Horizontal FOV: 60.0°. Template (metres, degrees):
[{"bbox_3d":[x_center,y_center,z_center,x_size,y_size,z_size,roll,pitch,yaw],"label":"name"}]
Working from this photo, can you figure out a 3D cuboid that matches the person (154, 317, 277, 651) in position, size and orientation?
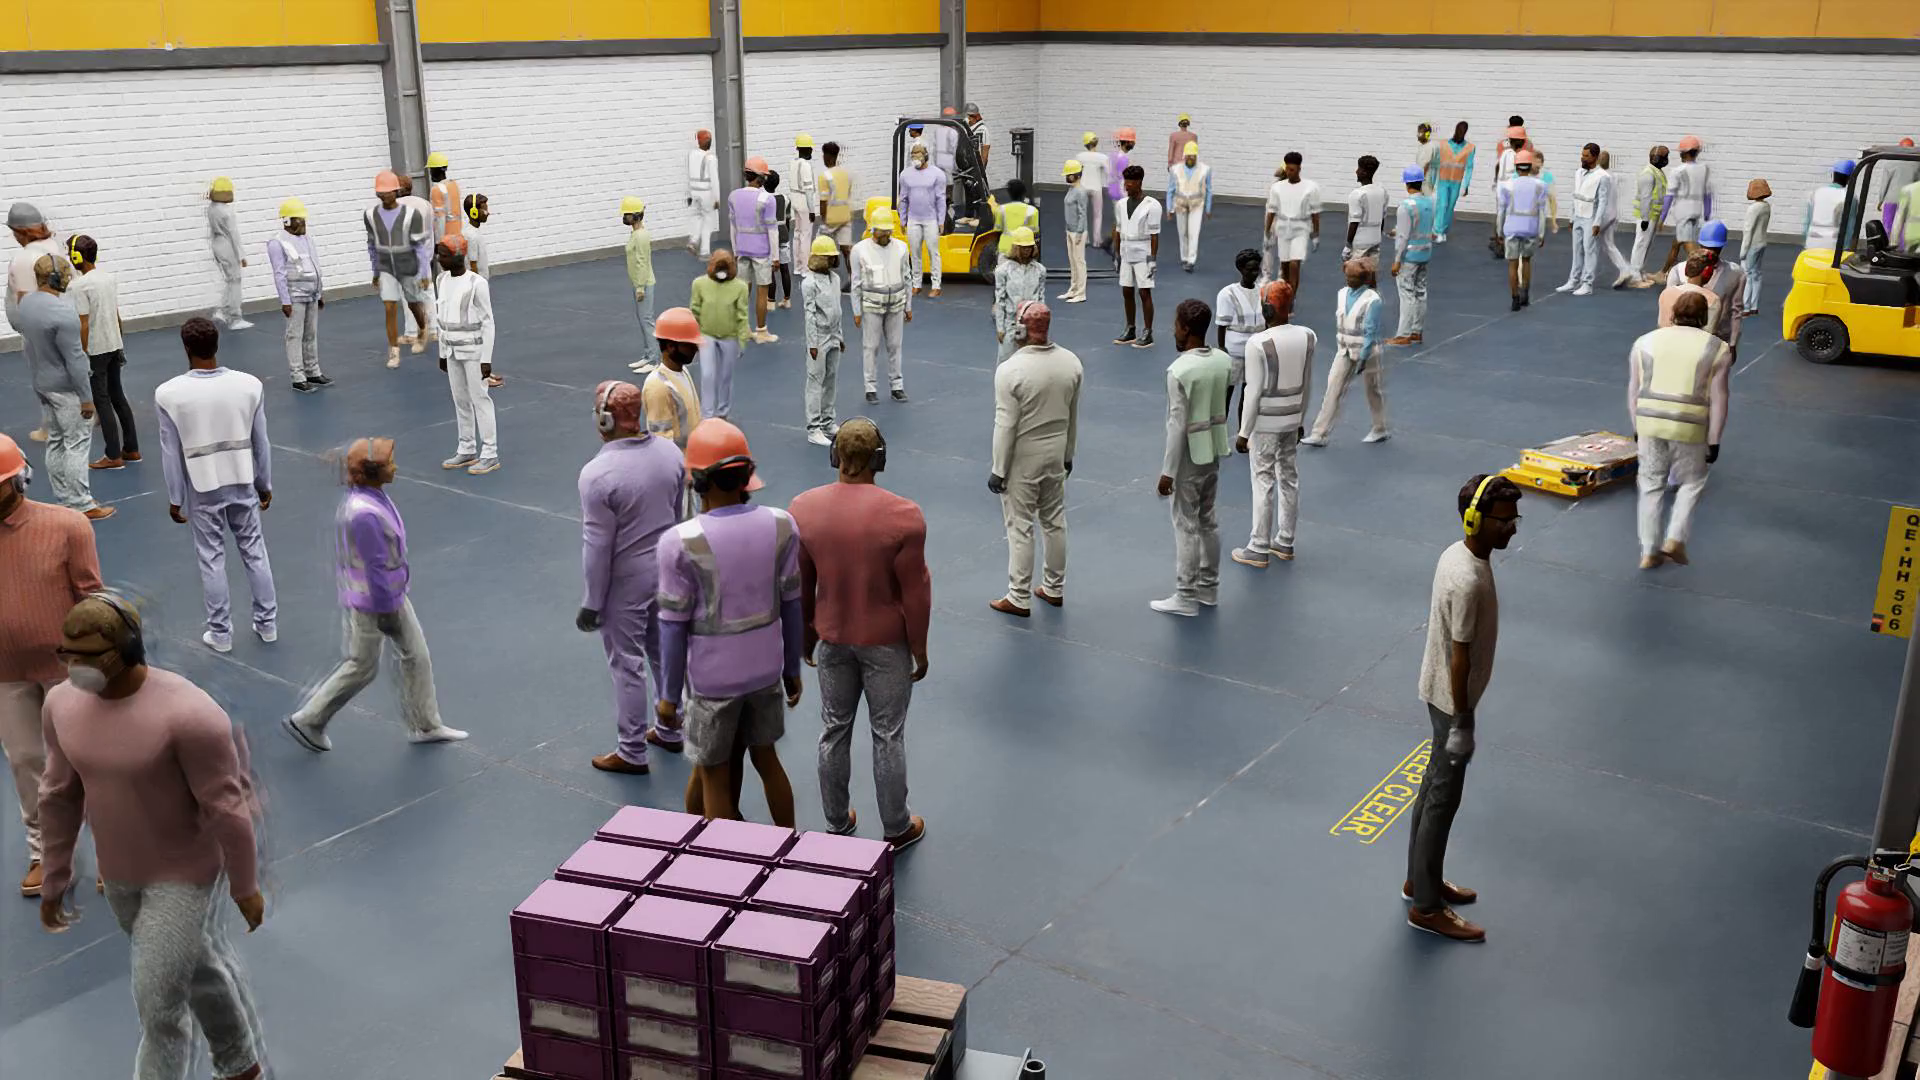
[{"bbox_3d":[-4.187,-0.306,9.436,0.584,1.911,0.392,-17,24,-42],"label":"person"}]

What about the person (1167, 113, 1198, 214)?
[{"bbox_3d":[3.979,-6.735,29.790,0.532,1.755,0.341,-2,18,-7],"label":"person"}]

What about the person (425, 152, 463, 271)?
[{"bbox_3d":[-6.109,-3.627,19.786,0.388,1.926,0.590,3,18,8],"label":"person"}]

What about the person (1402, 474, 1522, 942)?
[{"bbox_3d":[1.970,0.642,6.535,0.334,1.865,0.517,4,18,13],"label":"person"}]

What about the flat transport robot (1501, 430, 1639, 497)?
[{"bbox_3d":[4.942,-0.621,13.059,1.431,0.197,0.652,-14,23,-38],"label":"flat transport robot"}]

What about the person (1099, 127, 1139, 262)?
[{"bbox_3d":[2.339,-4.973,24.006,0.462,1.920,0.565,0,18,1],"label":"person"}]

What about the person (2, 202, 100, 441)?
[{"bbox_3d":[-7.689,-1.831,13.983,0.604,2.000,0.698,1,18,3],"label":"person"}]

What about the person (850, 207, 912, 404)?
[{"bbox_3d":[-0.719,-2.165,15.391,0.600,1.821,0.403,-7,19,-22],"label":"person"}]

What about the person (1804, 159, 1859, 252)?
[{"bbox_3d":[9.863,-3.376,19.007,0.662,1.924,0.630,-10,20,-29],"label":"person"}]

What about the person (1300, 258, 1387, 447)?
[{"bbox_3d":[3.276,-1.549,13.823,0.861,1.587,0.519,-11,21,-31],"label":"person"}]

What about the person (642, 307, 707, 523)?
[{"bbox_3d":[-1.613,-0.384,9.630,0.364,1.936,0.542,1,18,4],"label":"person"}]

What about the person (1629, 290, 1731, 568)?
[{"bbox_3d":[4.630,-0.698,10.804,0.641,1.818,0.462,13,22,34],"label":"person"}]

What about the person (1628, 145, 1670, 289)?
[{"bbox_3d":[9.079,-4.247,21.865,0.429,1.841,0.634,11,21,31],"label":"person"}]

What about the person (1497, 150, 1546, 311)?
[{"bbox_3d":[6.808,-3.768,20.253,0.567,1.904,0.642,3,18,10],"label":"person"}]

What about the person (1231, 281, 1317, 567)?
[{"bbox_3d":[2.044,-0.756,10.872,0.574,1.887,0.356,-12,21,-33],"label":"person"}]

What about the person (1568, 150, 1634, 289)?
[{"bbox_3d":[8.454,-4.180,21.744,0.538,1.800,0.871,-12,22,-34],"label":"person"}]

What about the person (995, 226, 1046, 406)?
[{"bbox_3d":[0.537,-1.870,14.586,0.483,1.745,0.304,-8,19,-23],"label":"person"}]

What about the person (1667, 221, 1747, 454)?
[{"bbox_3d":[5.975,-1.608,13.453,0.609,1.941,0.412,5,18,14],"label":"person"}]

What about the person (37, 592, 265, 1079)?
[{"bbox_3d":[-2.556,1.091,5.068,0.660,1.897,0.955,6,19,19],"label":"person"}]

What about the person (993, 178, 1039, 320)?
[{"bbox_3d":[0.652,-3.406,19.545,0.548,1.664,0.822,4,18,11],"label":"person"}]

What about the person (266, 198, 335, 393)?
[{"bbox_3d":[-6.304,-2.345,15.924,0.403,1.835,0.589,4,18,12],"label":"person"}]

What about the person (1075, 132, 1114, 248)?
[{"bbox_3d":[2.045,-5.333,25.428,0.655,1.749,0.381,6,19,17],"label":"person"}]

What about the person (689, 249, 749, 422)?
[{"bbox_3d":[-2.077,-1.691,14.260,0.552,1.590,0.726,-2,18,-5],"label":"person"}]

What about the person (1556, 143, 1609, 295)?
[{"bbox_3d":[8.032,-4.106,21.298,0.398,1.920,0.590,-5,18,-15],"label":"person"}]

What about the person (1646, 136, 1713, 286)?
[{"bbox_3d":[9.410,-4.213,21.549,0.620,1.981,1.119,-7,19,-21],"label":"person"}]

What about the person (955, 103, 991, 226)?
[{"bbox_3d":[0.179,-6.349,28.115,0.536,2.000,0.688,-10,20,-29],"label":"person"}]

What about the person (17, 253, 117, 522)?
[{"bbox_3d":[-6.332,-1.059,11.764,0.636,1.927,0.386,12,21,33],"label":"person"}]

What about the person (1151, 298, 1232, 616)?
[{"bbox_3d":[1.413,-0.487,9.980,0.372,1.916,0.596,14,22,37],"label":"person"}]

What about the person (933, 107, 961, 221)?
[{"bbox_3d":[-0.209,-6.469,28.661,0.378,1.932,0.551,-17,24,-42],"label":"person"}]

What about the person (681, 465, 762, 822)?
[{"bbox_3d":[-0.963,0.513,6.833,0.389,1.929,0.554,7,19,22],"label":"person"}]

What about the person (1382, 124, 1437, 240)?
[{"bbox_3d":[7.228,-5.634,26.264,0.944,1.826,0.500,-3,18,-9],"label":"person"}]

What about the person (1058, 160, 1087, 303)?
[{"bbox_3d":[1.417,-3.847,20.748,0.327,1.760,0.524,-4,18,-13],"label":"person"}]

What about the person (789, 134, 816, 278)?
[{"bbox_3d":[-2.118,-4.549,22.671,0.366,1.927,0.585,-9,20,-27],"label":"person"}]

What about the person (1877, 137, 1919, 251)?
[{"bbox_3d":[13.711,-4.981,24.296,0.563,1.754,0.321,3,18,11],"label":"person"}]

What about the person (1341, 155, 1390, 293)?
[{"bbox_3d":[4.608,-3.401,19.014,0.602,1.966,0.368,-13,22,-36],"label":"person"}]
